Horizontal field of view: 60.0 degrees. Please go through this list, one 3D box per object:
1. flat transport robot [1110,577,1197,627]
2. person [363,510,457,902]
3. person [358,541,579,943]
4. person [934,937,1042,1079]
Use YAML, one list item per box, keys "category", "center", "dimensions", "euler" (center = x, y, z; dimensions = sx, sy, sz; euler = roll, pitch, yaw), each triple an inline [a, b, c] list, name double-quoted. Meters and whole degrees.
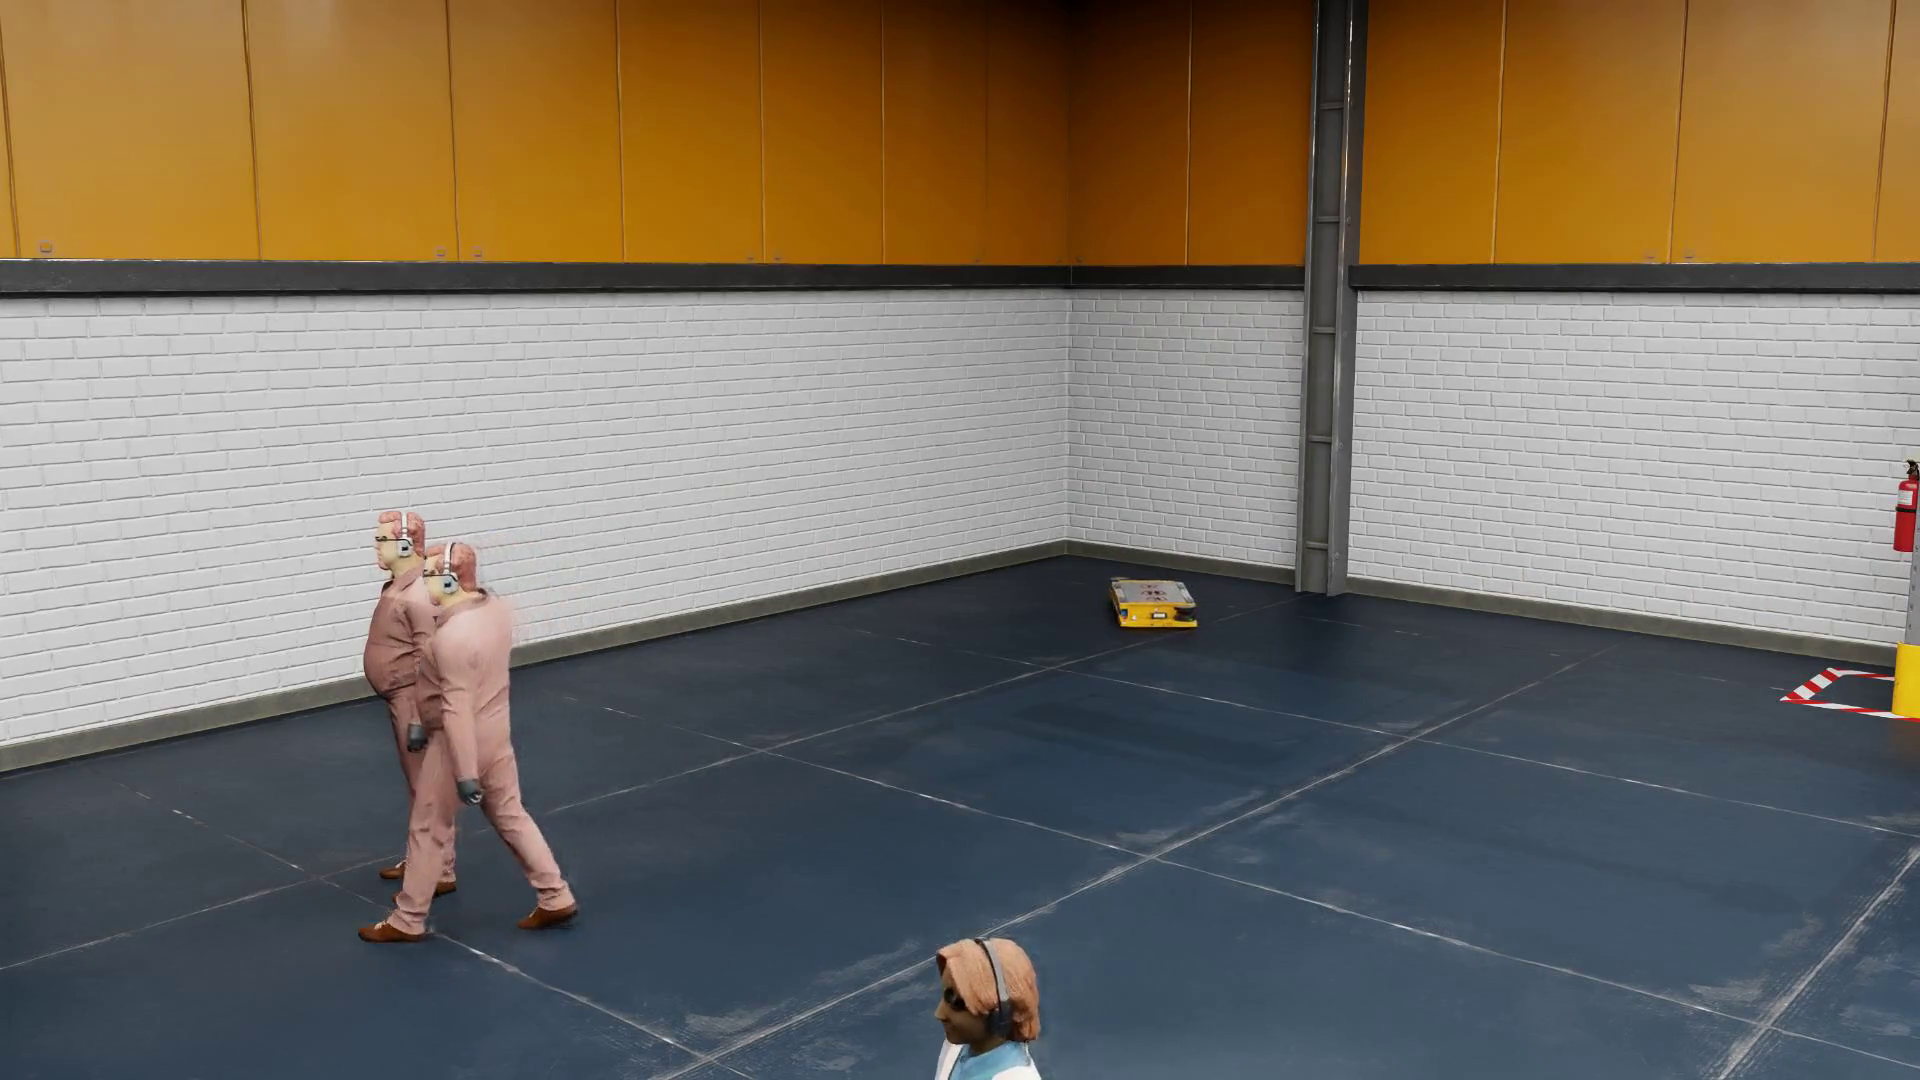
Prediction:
- category: "flat transport robot"
  center: [1.708, 0.547, 14.819]
  dimensions: [0.652, 0.197, 1.431]
  euler: [0, 9, 2]
- category: "person"
  center: [-2.687, 0.798, 8.120]
  dimensions: [0.405, 1.911, 0.636]
  euler: [-4, 10, -25]
- category: "person"
  center: [-2.235, 0.915, 7.541]
  dimensions: [0.954, 1.866, 0.647]
  euler: [1, 9, 8]
- category: "person"
  center: [0.119, 1.642, 3.735]
  dimensions: [0.760, 1.609, 0.512]
  euler: [-2, 9, -11]
